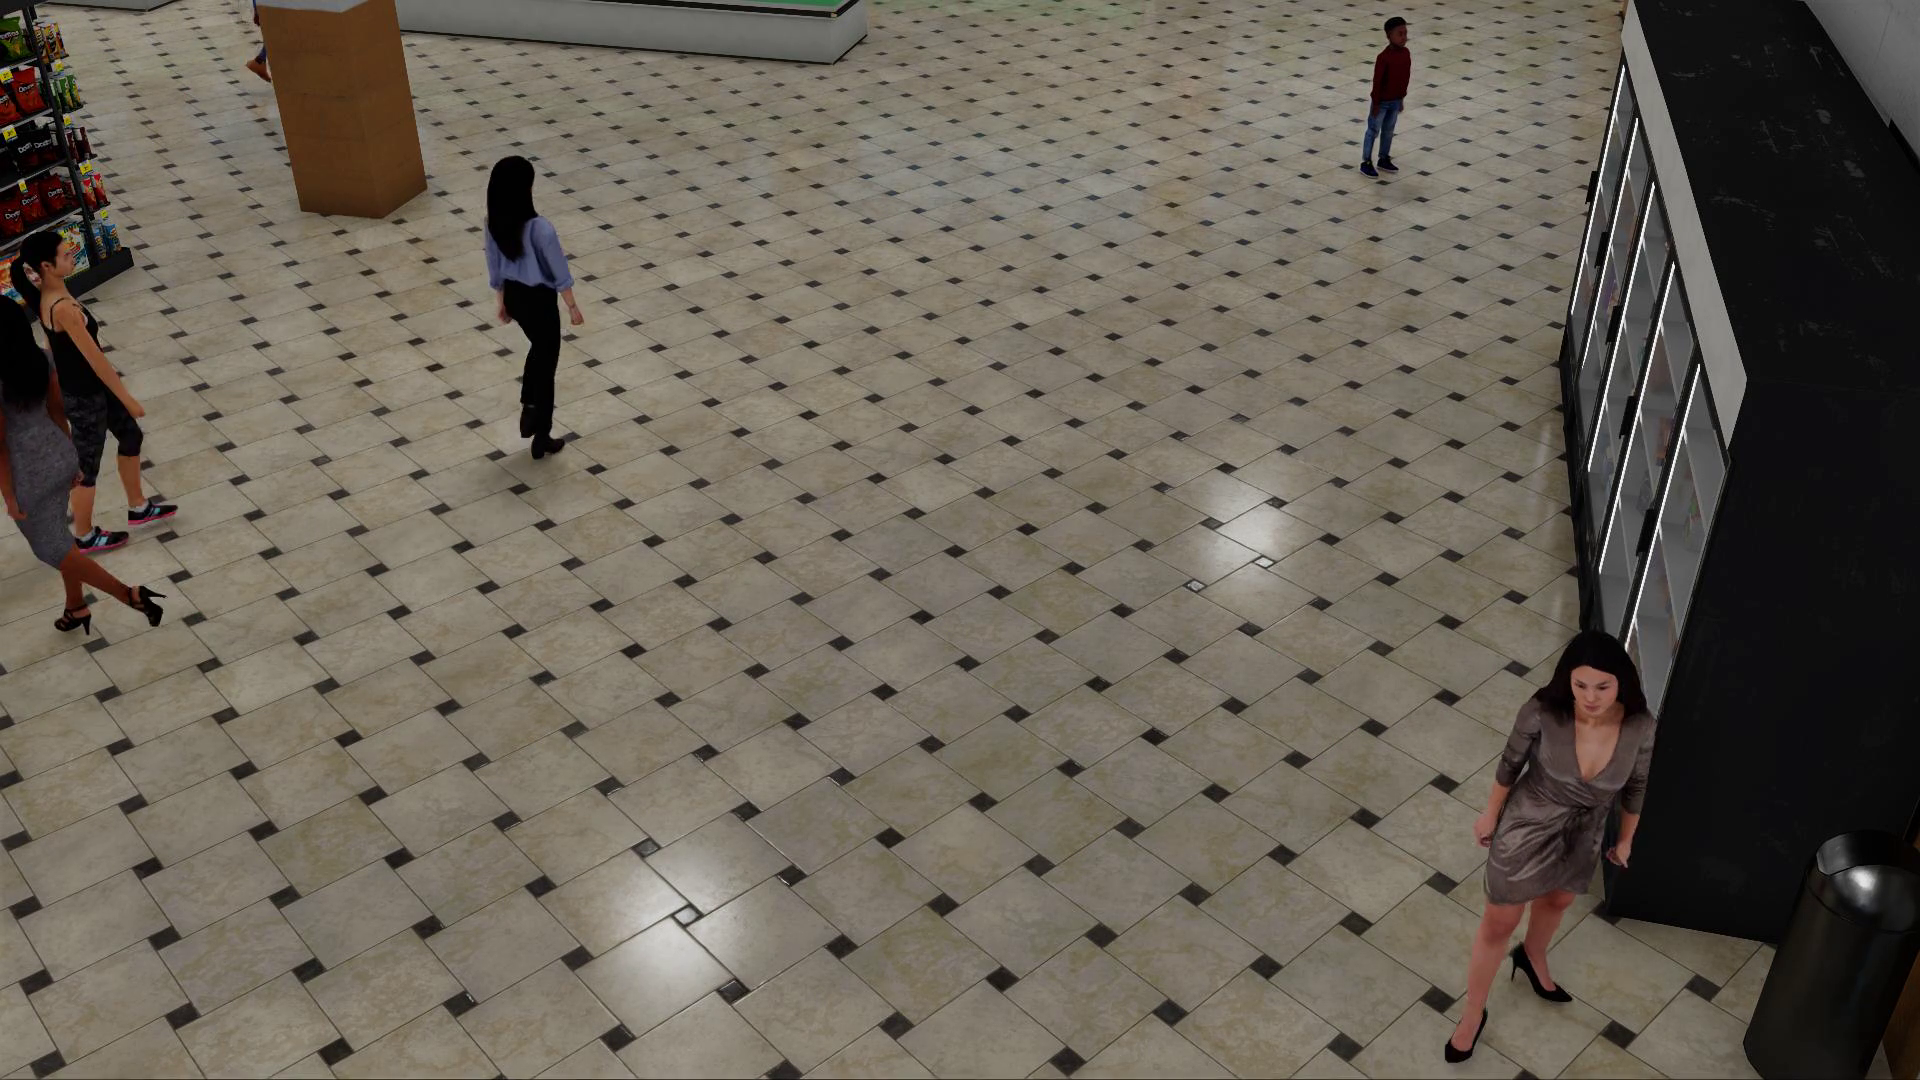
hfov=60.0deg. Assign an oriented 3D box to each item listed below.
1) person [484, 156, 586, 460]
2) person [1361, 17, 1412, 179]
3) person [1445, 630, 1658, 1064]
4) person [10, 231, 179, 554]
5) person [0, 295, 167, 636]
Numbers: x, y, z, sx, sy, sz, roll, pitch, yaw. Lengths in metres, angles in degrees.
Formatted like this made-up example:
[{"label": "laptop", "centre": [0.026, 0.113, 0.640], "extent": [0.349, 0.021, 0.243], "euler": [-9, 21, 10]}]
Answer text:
[{"label": "person", "centre": [-2.385, -1.209, 9.061], "extent": [0.632, 1.734, 0.782], "euler": [18, 36, 26]}, {"label": "person", "centre": [3.402, -3.538, 13.259], "extent": [0.577, 1.254, 0.631], "euler": [-19, 37, -28]}, {"label": "person", "centre": [1.996, 0.966, 5.575], "extent": [0.734, 1.724, 0.821], "euler": [0, 32, -1]}, {"label": "person", "centre": [-4.433, -0.670, 8.223], "extent": [0.852, 1.704, 0.816], "euler": [-22, 38, -31]}, {"label": "person", "centre": [-4.056, -0.256, 7.502], "extent": [0.936, 1.762, 0.578], "euler": [8, 33, 13]}]
